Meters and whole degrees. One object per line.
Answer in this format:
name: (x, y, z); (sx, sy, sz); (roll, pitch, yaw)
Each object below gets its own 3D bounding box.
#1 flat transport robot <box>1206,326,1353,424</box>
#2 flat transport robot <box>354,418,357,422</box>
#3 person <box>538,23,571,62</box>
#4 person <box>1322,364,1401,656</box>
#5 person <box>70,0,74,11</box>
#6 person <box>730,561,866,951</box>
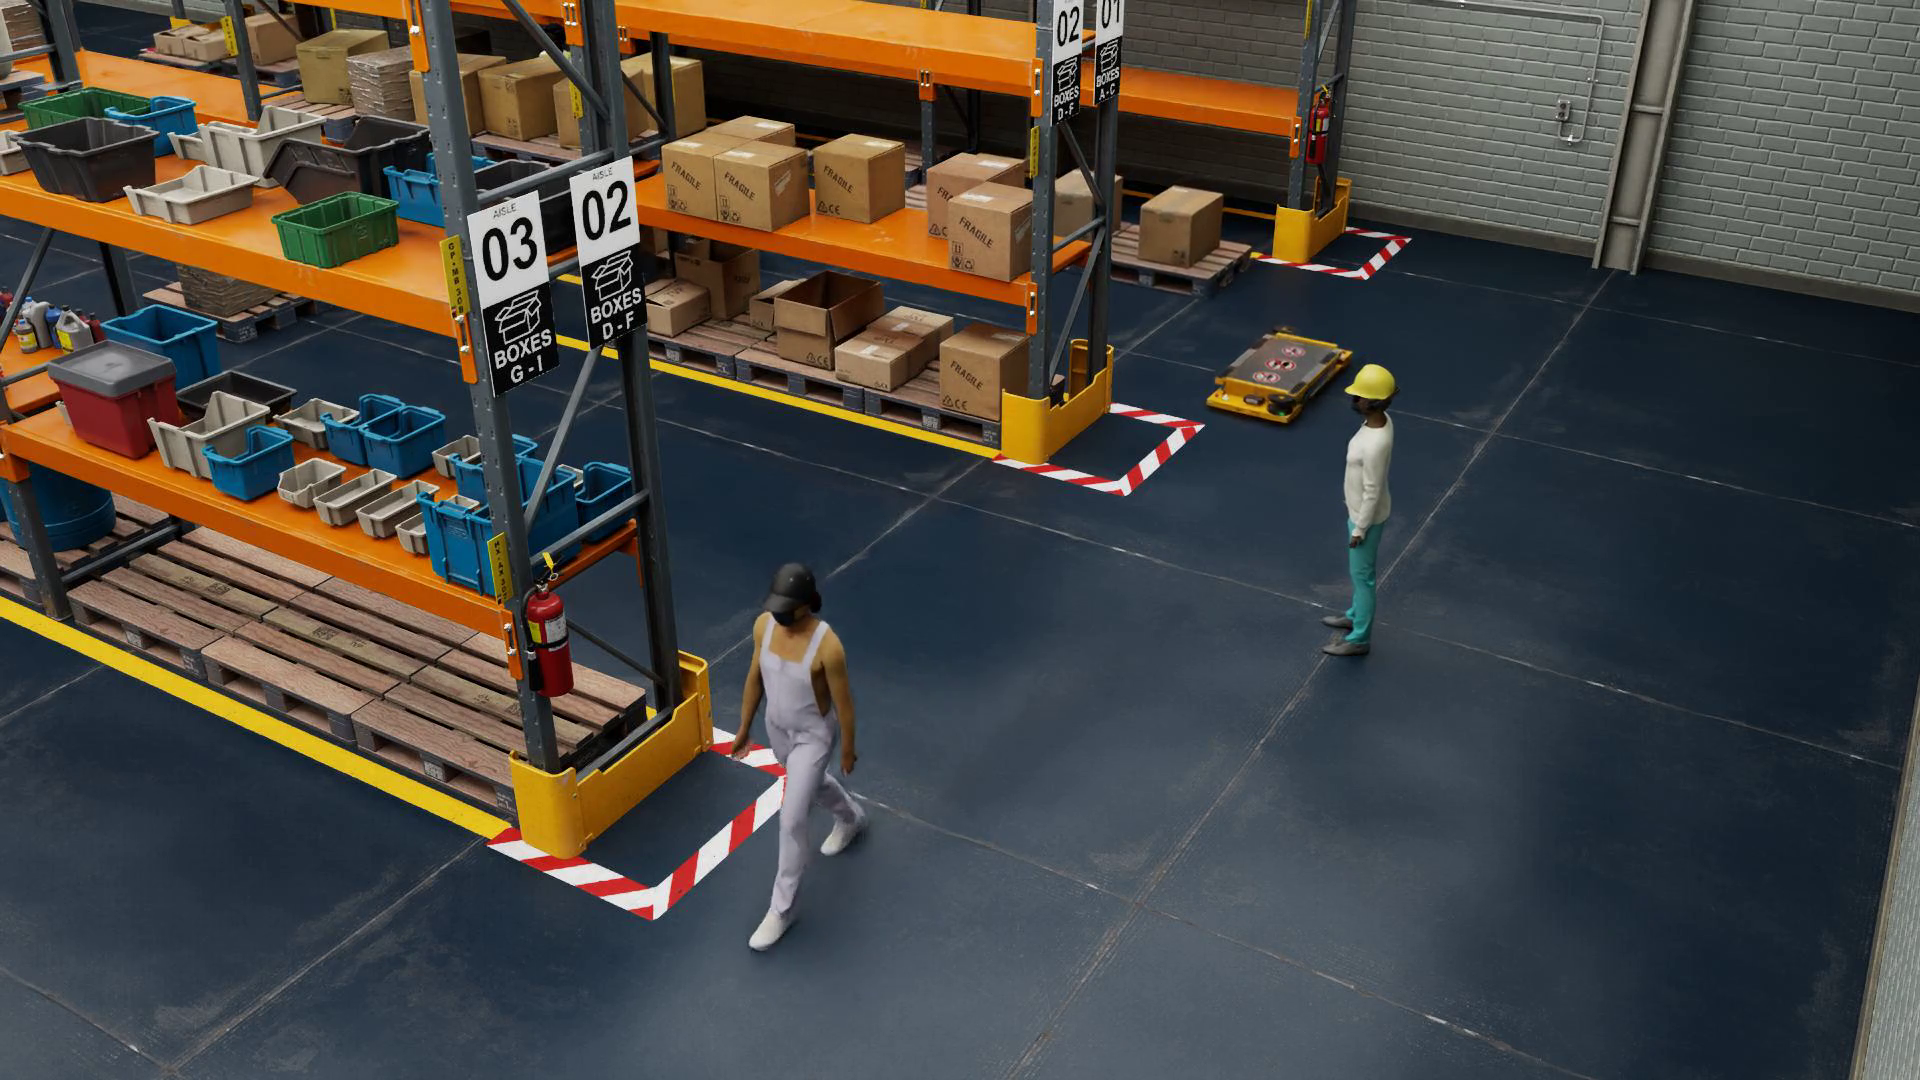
flat transport robot: (2.511, -1.298, 12.963); (0.659, 0.231, 1.431); (16, 33, 27)
flat transport robot: (-4.269, -0.555, 11.630); (1.431, 0.231, 0.659); (19, 34, 30)
person: (-4.112, -4.492, 17.226); (0.543, 1.695, 0.317); (12, 31, 20)
person: (2.259, -0.159, 9.380); (0.329, 1.768, 0.524); (7, 30, 12)
person: (-12.163, -7.451, 22.419); (0.595, 1.814, 0.435); (-2, 29, -4)
person: (-0.714, 0.854, 7.513); (0.511, 1.816, 0.970); (21, 35, 32)
